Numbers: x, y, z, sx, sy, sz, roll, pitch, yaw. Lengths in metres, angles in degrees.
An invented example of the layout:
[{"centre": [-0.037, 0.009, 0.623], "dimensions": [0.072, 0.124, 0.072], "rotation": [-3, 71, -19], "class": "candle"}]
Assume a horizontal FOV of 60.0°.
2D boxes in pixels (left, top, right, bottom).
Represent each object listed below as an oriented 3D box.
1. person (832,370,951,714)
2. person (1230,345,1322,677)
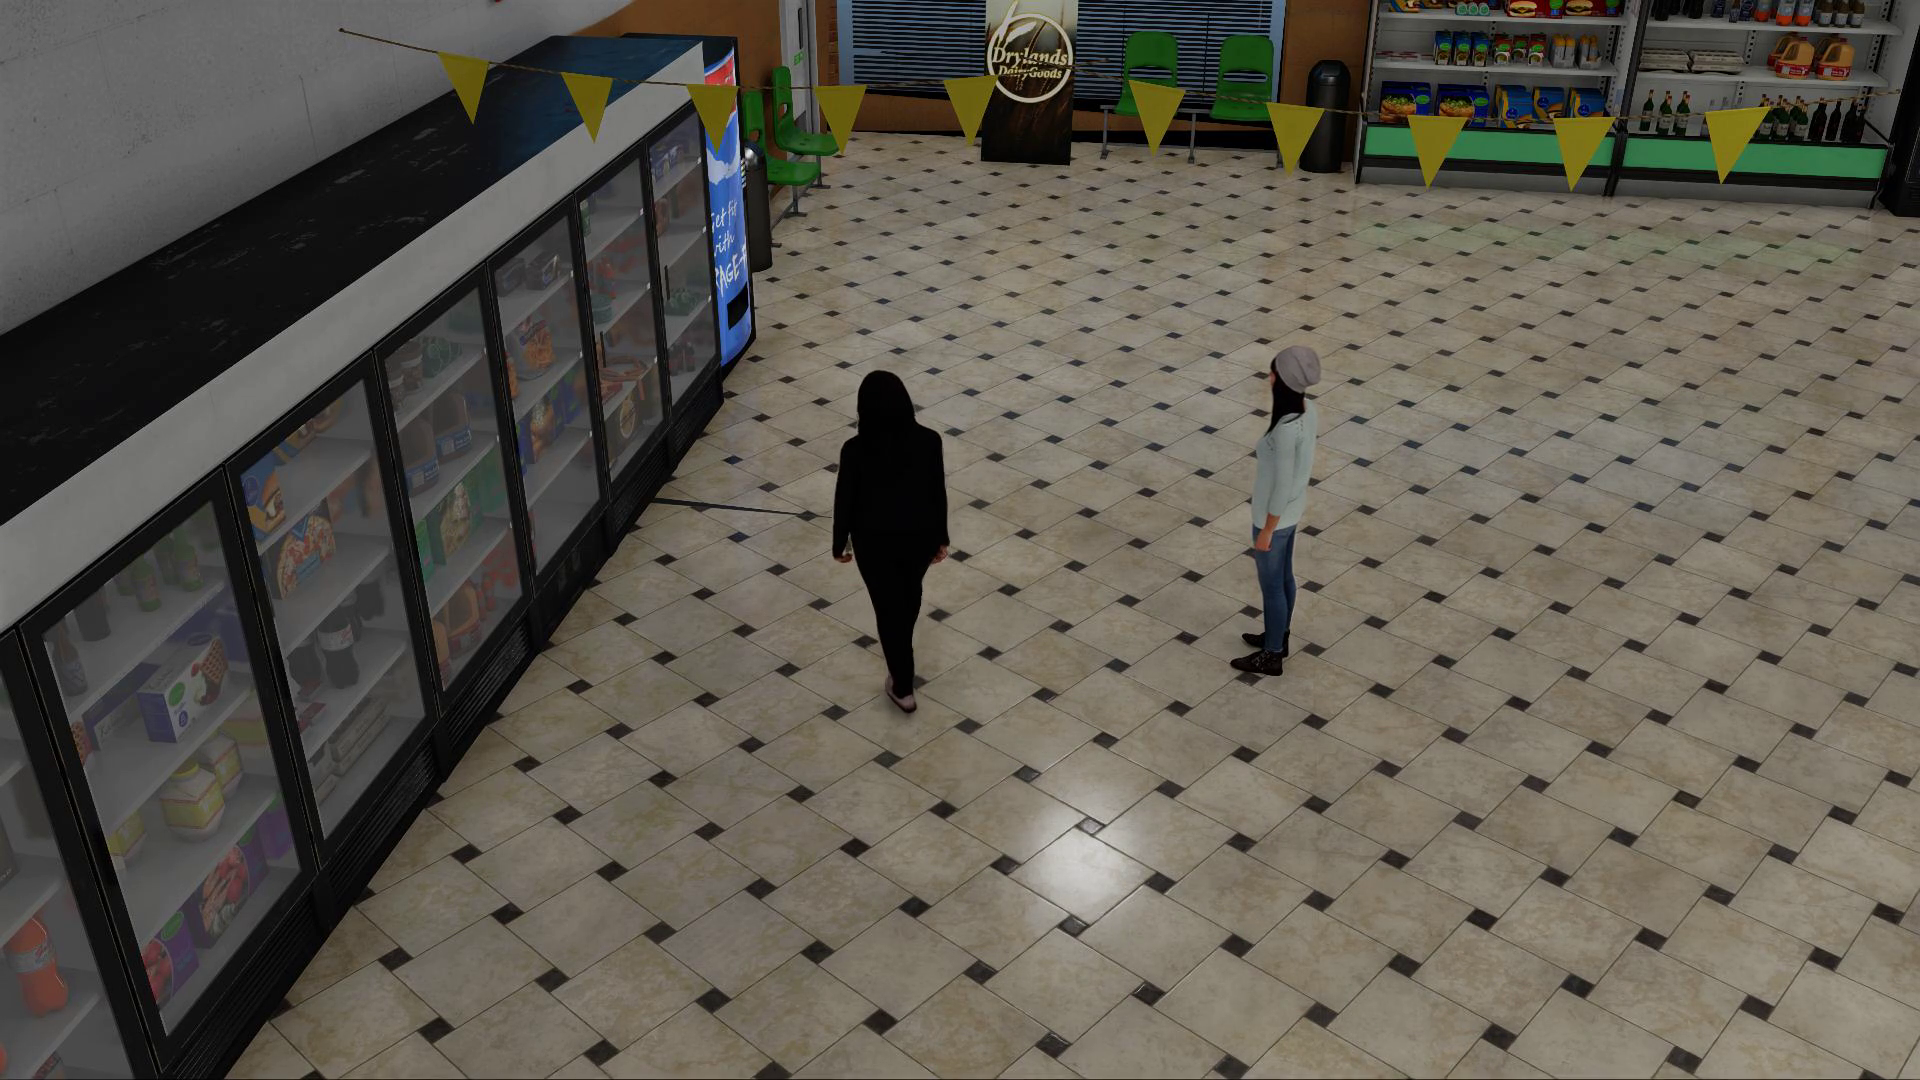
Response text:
[{"centre": [-0.274, 0.044, 7.430], "dimensions": [1.004, 1.588, 1.002], "rotation": [-10, 30, -17], "class": "person"}, {"centre": [1.477, -0.136, 7.702], "dimensions": [0.563, 1.645, 0.618], "rotation": [12, 31, 20], "class": "person"}]
